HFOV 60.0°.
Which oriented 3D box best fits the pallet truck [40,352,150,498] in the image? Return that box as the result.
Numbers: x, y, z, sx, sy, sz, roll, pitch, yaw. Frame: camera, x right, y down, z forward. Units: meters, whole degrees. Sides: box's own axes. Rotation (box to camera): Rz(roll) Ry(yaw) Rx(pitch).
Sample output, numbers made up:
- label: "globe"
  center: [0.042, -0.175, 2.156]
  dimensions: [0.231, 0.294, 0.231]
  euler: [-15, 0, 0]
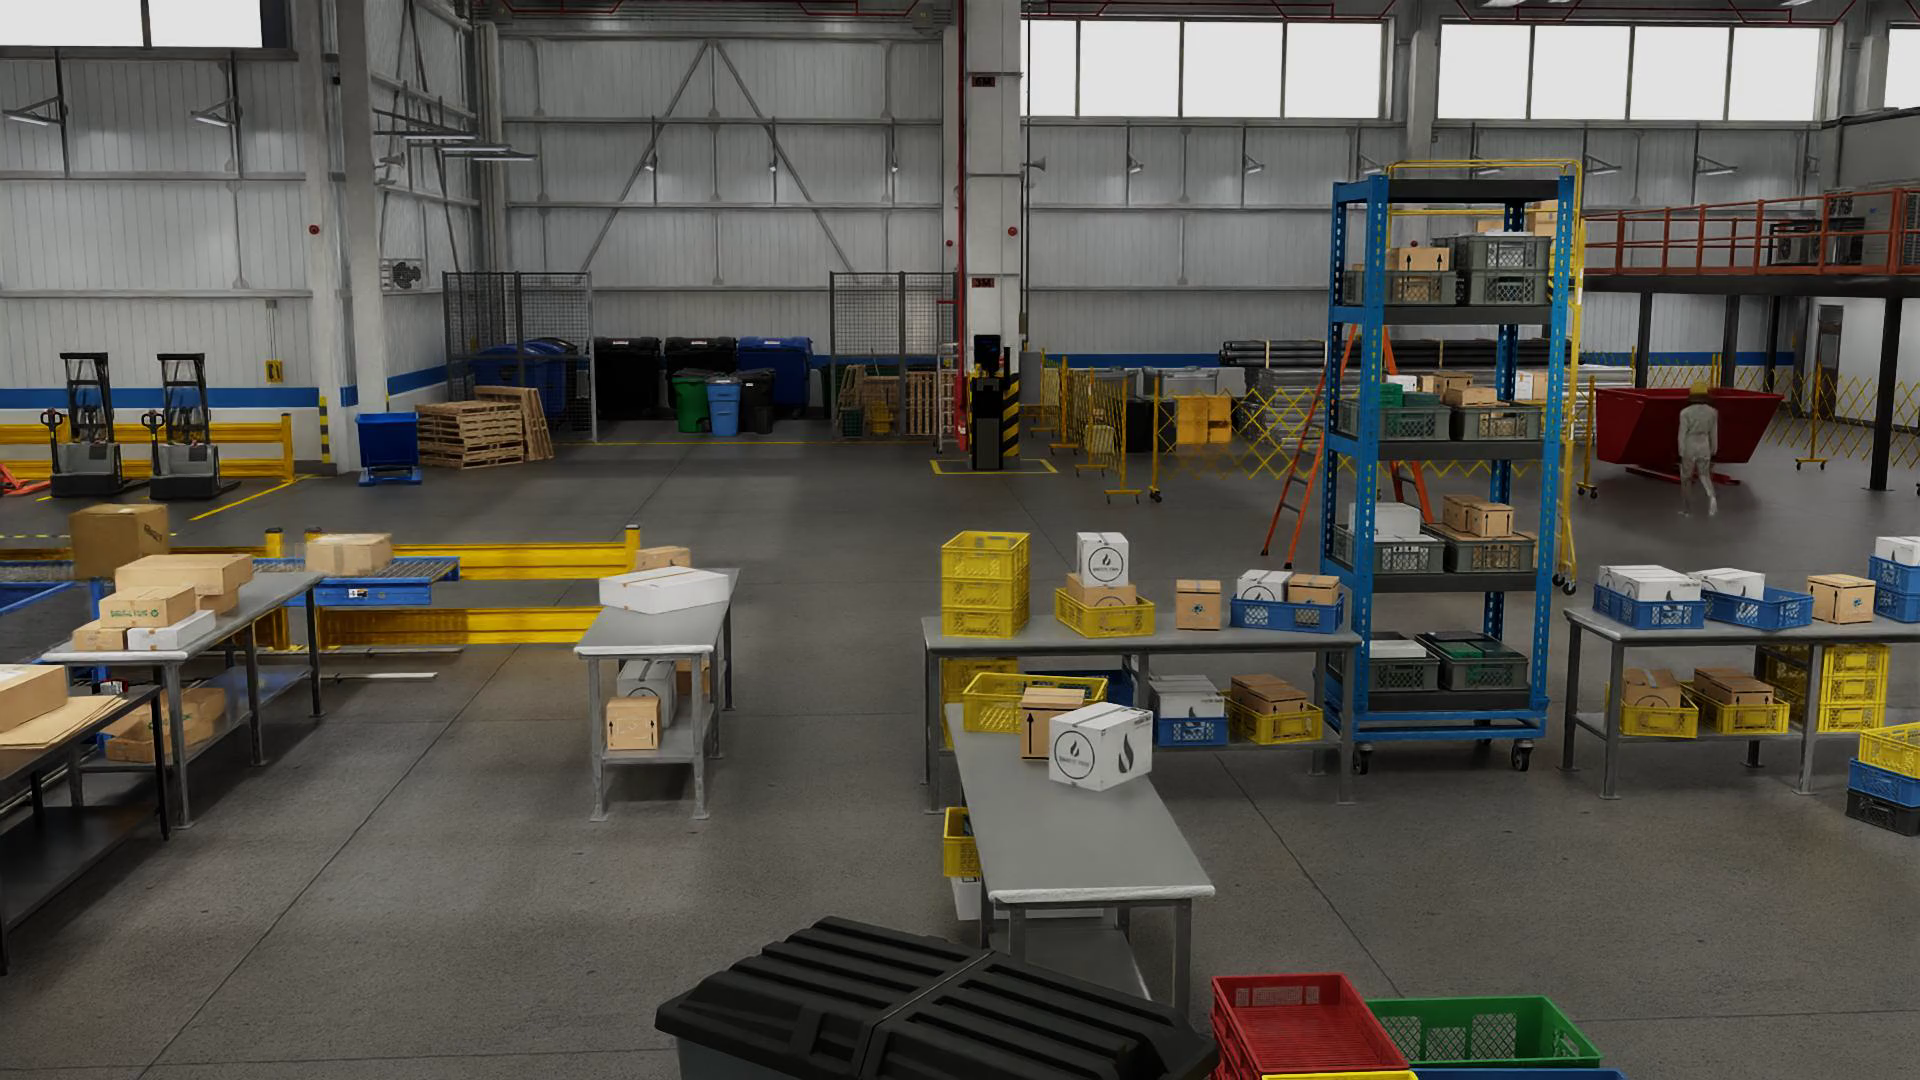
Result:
- label: "pallet truck"
  center: [-11.907, -1.642, 23.165]
  dimensions: [0.823, 1.965, 1.885]
  euler: [0, 9, 0]

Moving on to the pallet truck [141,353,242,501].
- label: "pallet truck"
  center: [-10.520, -1.604, 22.925]
  dimensions: [0.823, 1.965, 1.885]
  euler: [-1, 9, -6]

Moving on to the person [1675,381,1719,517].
- label: "person"
  center: [9.200, -1.116, 20.718]
  dimensions: [0.489, 1.724, 0.593]
  euler: [0, 9, -1]

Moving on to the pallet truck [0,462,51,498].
- label: "pallet truck"
  center: [-13.193, -1.293, 23.148]
  dimensions: [0.653, 1.274, 1.630]
  euler: [-1, 9, -4]
